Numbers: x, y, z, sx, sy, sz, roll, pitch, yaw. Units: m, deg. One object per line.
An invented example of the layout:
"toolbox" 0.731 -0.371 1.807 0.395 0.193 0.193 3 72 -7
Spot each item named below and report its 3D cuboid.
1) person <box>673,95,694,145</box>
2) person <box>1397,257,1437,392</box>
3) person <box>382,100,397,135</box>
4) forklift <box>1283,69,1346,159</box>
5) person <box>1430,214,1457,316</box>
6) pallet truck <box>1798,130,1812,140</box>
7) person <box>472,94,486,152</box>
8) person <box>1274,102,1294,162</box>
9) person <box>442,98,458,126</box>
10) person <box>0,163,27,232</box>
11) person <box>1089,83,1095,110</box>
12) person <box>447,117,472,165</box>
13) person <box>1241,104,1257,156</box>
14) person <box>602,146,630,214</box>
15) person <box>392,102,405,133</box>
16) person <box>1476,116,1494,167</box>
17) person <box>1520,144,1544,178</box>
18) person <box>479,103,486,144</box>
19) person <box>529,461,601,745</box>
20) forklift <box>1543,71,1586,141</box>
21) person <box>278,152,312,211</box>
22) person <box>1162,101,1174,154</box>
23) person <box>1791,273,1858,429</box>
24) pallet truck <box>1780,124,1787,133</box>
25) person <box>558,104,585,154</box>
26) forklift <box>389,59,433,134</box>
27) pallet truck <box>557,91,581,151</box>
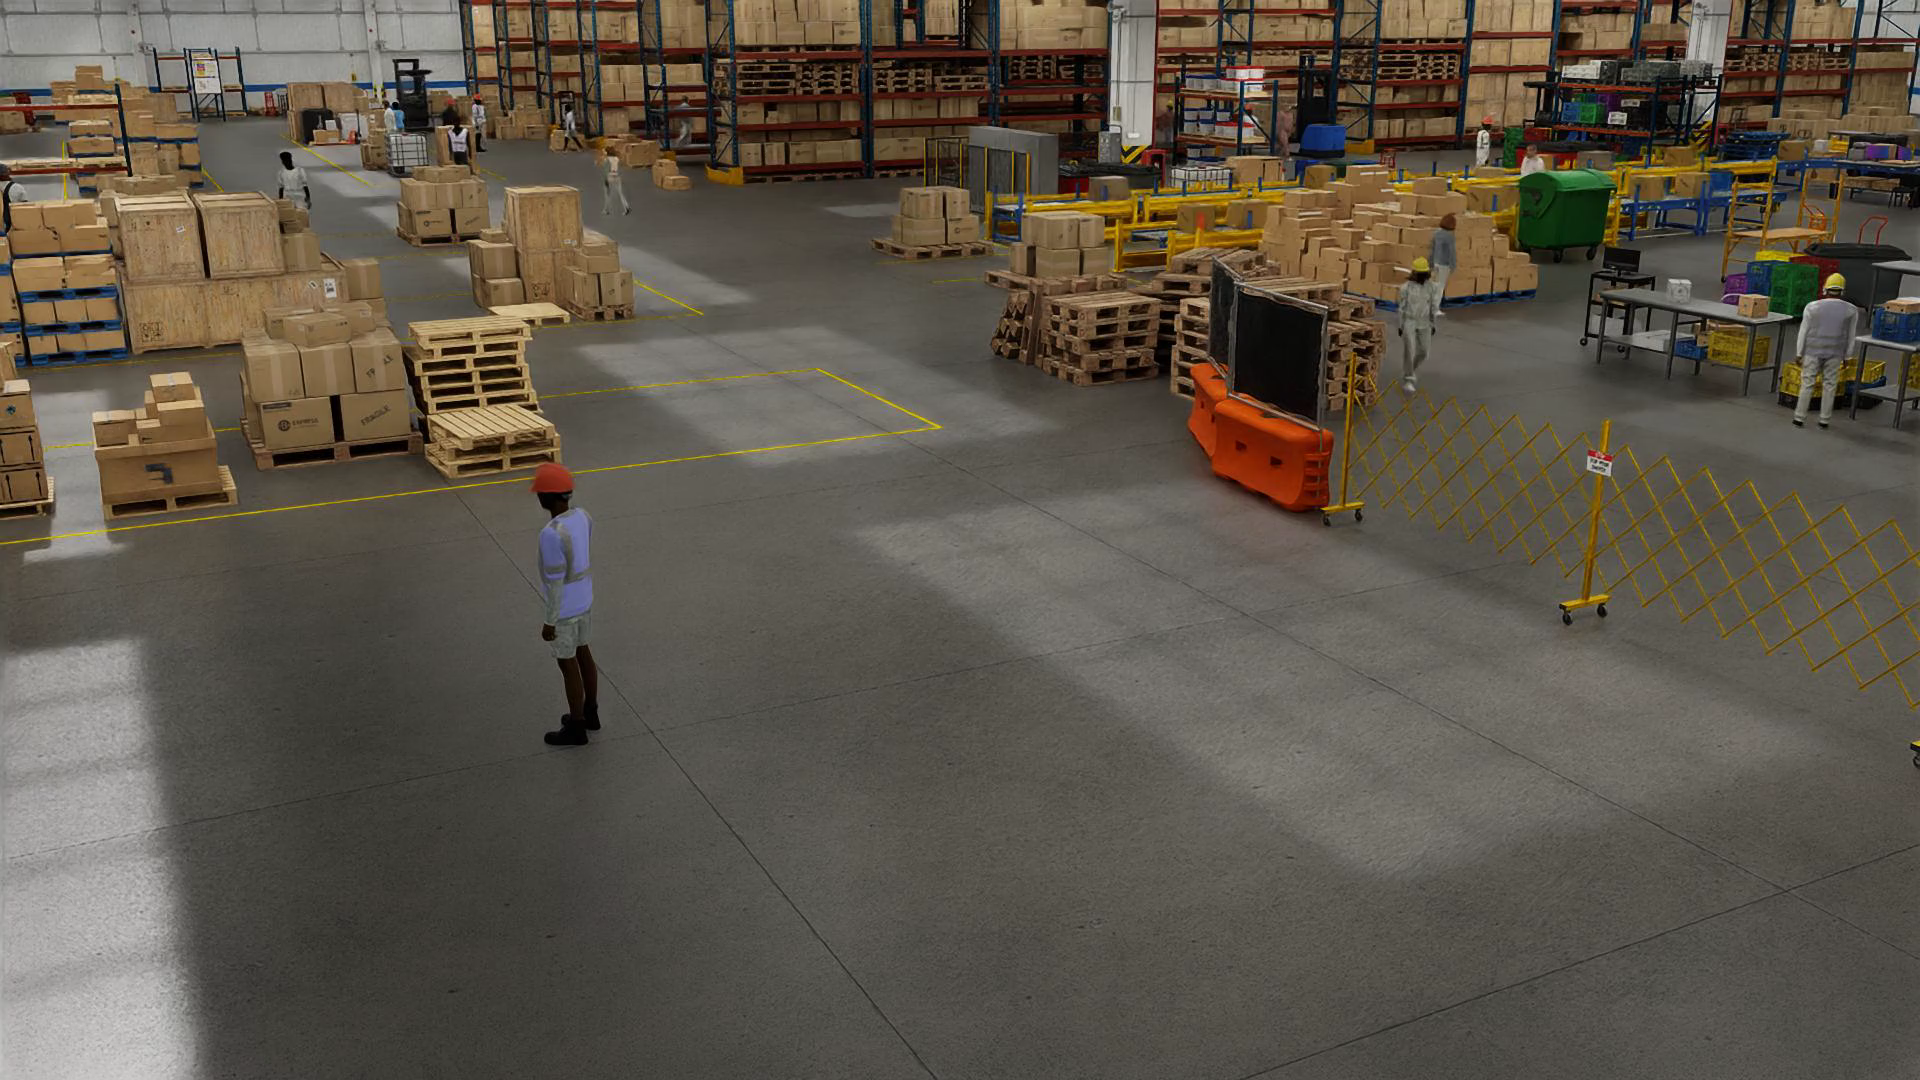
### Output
"person" -9.408 -14.185 56.635 0.881 1.911 0.637 -12 21 -33
"person" 5.843 -2.778 21.342 0.496 1.727 0.433 -3 18 -8
"person" -18.234 -13.099 53.226 0.393 1.927 0.645 -5 18 -16
"forklift" 11.615 -13.871 54.079 1.129 2.768 1.873 -9 20 -27
"person" 7.715 -4.387 26.545 0.376 1.616 0.523 -7 19 -20
"pallet truck" 25.526 -11.556 49.408 1.630 1.274 0.653 -9 20 -26
"person" -16.368 -14.174 56.570 0.385 1.930 0.540 1 18 3
"person" 10.399 -13.103 53.336 0.657 1.863 0.993 -15 23 -39
"person" -16.327 -13.133 53.245 0.583 1.979 0.621 10 20 28
"person" -17.470 -5.908 30.606 0.689 2.000 0.539 -6 19 -19
"person" 5.636 -18.955 71.771 0.433 1.726 0.516 -8 20 -24
"person" -13.666 -10.590 45.429 0.616 1.902 0.454 0 18 -2
"person" 8.799 -12.384 51.019 0.564 1.904 0.876 2 18 5
"person" -8.217 -8.555 39.568 0.810 1.608 0.529 14 22 37
"person" -19.015 -13.972 56.304 0.319 1.695 0.532 12 21 32
"person" 13.620 -9.960 43.234 0.373 2.043 0.615 -1 18 -3
"person" 12.495 -7.753 36.599 0.524 1.886 0.675 -6 19 -19
"person" -17.294 -15.072 59.876 0.516 1.604 0.805 -10 20 -29
"person" -2.624 0.419 11.041 0.349 1.942 0.545 4 18 11
"forklift" 18.685 -13.231 52.085 1.873 2.768 1.129 -9 20 -26
"person" -13.596 -6.944 33.983 0.631 1.948 0.462 2 18 6
"person" 7.054 -13.761 55.561 0.541 1.731 0.835 -12 21 -33
"person" 10.059 -2.187 19.361 0.599 1.828 0.403 5 18 15
"pallet truck" 25.206 -12.542 52.601 1.601 1.201 0.680 0 18 -2
"person" -13.030 -13.758 55.708 0.861 1.647 0.550 1 18 2
"forklift" -21.461 -17.300 64.768 1.129 2.768 1.873 -15 23 -39
"pallet truck" -13.495 -14.412 57.188 0.823 1.965 1.885 -3 18 -9
